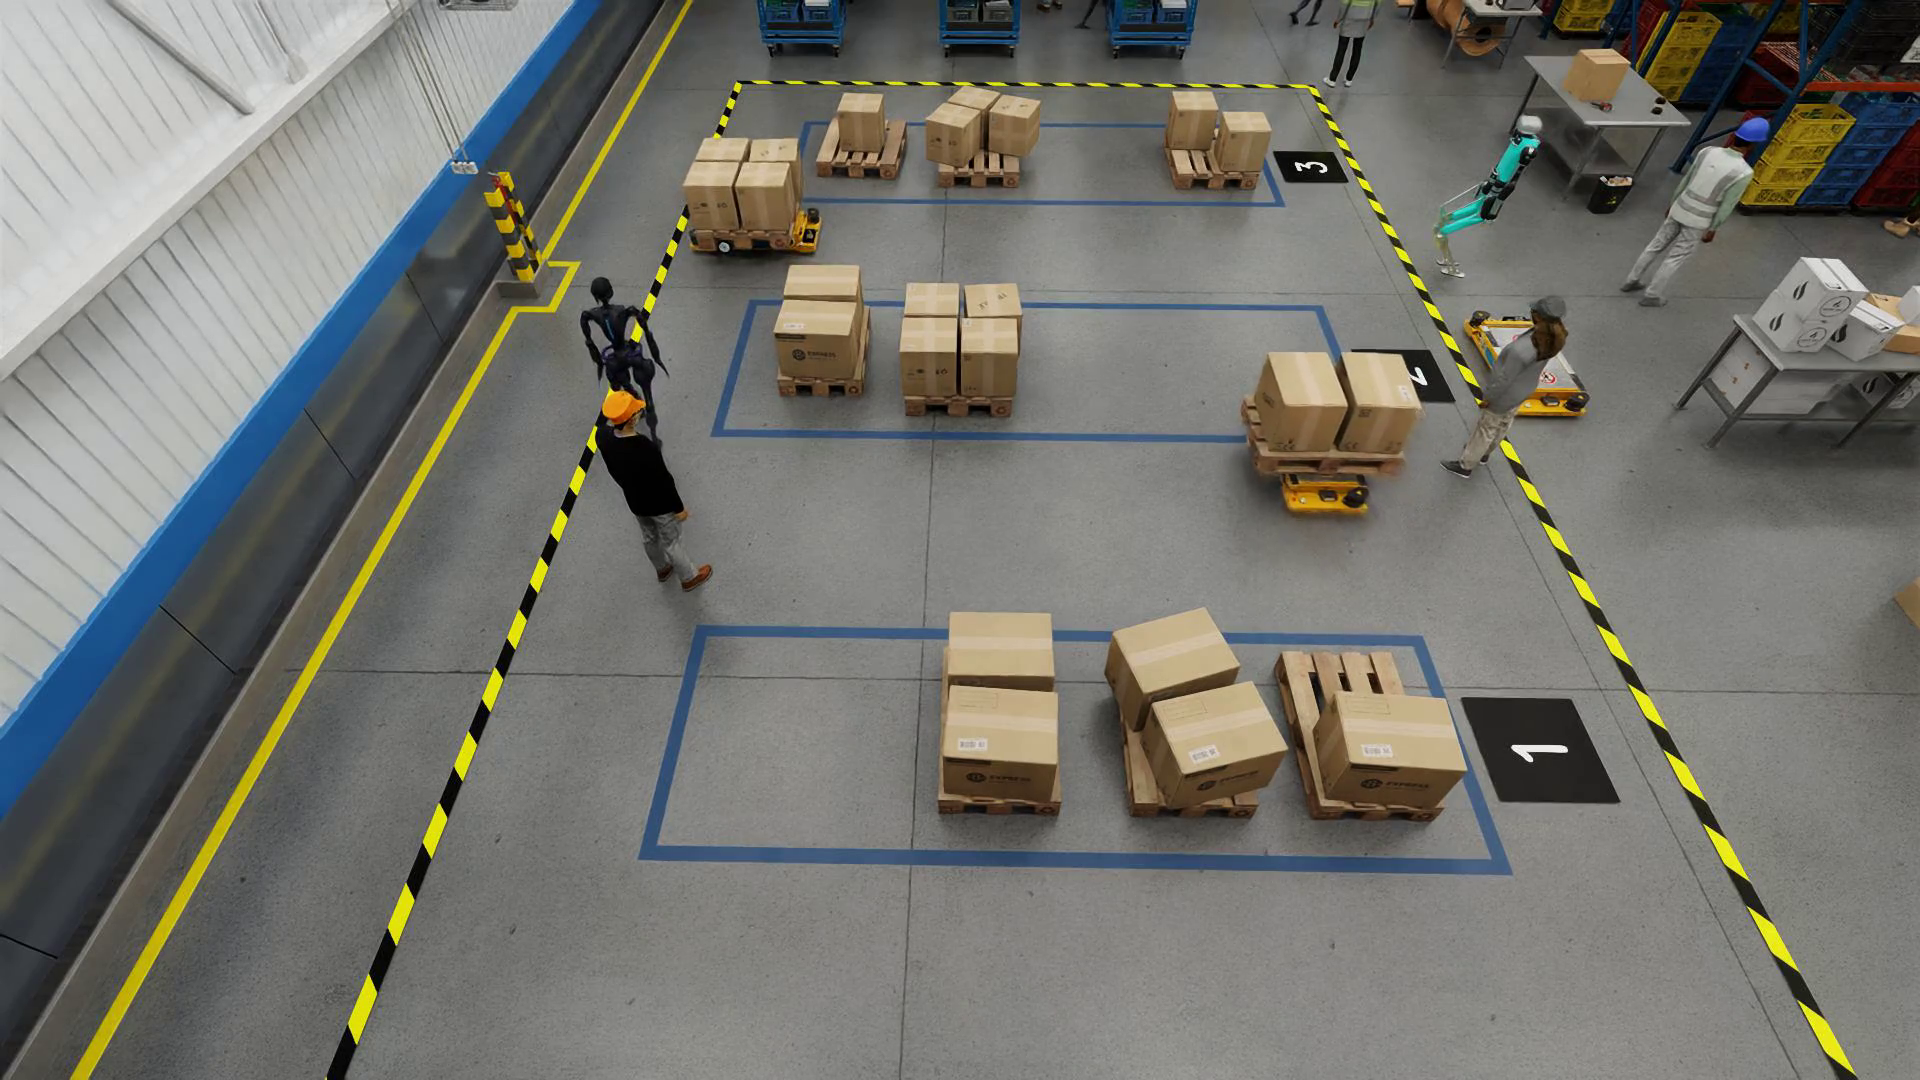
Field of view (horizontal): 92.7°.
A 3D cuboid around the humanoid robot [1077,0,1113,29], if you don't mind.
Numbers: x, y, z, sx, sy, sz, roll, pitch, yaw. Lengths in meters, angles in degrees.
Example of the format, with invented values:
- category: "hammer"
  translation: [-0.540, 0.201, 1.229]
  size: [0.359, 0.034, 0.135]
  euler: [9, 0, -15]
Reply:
- category: "humanoid robot"
  translation: [2.284, -8.822, 14.275]
  size: [0.796, 1.633, 0.606]
  euler: [-3, 49, -3]

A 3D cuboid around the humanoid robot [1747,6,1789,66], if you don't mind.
- category: "humanoid robot"
  translation: [12.004, -7.781, 13.333]
  size: [0.322, 1.655, 0.593]
  euler: [17, 51, 15]

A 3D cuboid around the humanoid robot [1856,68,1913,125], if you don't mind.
- category: "humanoid robot"
  translation: [12.241, -6.219, 11.909]
  size: [0.548, 1.758, 0.674]
  euler: [-27, 54, -21]

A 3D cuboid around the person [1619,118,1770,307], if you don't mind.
- category: "person"
  translation: [7.437, -3.286, 9.274]
  size: [0.412, 1.939, 0.611]
  euler: [-12, 50, -10]

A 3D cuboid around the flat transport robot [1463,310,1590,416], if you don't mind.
- category: "flat transport robot"
  translation: [5.573, -1.757, 9.054]
  size: [0.659, 0.231, 1.431]
  euler: [1, 49, 1]

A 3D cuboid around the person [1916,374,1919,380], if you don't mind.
- category: "person"
  translation: [9.713, -2.170, 8.352]
  size: [0.597, 1.889, 0.352]
  euler: [23, 53, 19]

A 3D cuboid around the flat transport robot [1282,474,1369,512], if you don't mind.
- category: "flat transport robot"
  translation: [3.151, -0.834, 8.237]
  size: [0.652, 0.197, 1.431]
  euler: [1, 49, 1]

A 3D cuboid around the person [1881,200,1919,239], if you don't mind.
- category: "person"
  translation: [11.146, -4.306, 10.090]
  size: [0.607, 2.040, 0.391]
  euler: [4, 49, 3]

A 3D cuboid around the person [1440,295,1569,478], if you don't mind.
- category: "person"
  translation: [4.562, -1.247, 7.622]
  size: [0.563, 1.765, 0.399]
  euler: [-27, 54, -21]

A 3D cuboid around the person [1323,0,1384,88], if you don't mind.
- category: "person"
  translation: [5.553, -7.337, 12.841]
  size: [0.587, 1.847, 0.401]
  euler: [0, 49, 0]

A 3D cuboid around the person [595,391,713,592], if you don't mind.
- category: "person"
  translation: [-2.265, -0.322, 6.747]
  size: [0.584, 1.882, 0.378]
  euler: [23, 53, 18]

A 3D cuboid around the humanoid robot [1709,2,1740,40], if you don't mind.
- category: "humanoid robot"
  translation: [11.524, -8.160, 13.679]
  size: [0.577, 1.652, 0.590]
  euler: [-8, 50, -7]

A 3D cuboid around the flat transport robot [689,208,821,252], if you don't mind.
- category: "flat transport robot"
  translation: [-2.369, -3.613, 10.642]
  size: [1.431, 0.197, 0.652]
  euler: [1, 49, 1]

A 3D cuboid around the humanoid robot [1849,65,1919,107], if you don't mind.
- category: "humanoid robot"
  translation: [11.558, -5.685, 11.541]
  size: [0.763, 1.868, 0.530]
  euler: [1, 49, 0]

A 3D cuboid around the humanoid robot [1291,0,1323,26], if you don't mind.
- category: "humanoid robot"
  translation: [5.621, -8.930, 14.336]
  size: [0.508, 1.627, 0.589]
  euler: [-25, 54, -20]

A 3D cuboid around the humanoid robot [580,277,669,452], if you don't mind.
- category: "humanoid robot"
  translation: [-2.896, -1.566, 7.992]
  size: [0.609, 1.620, 0.814]
  euler: [-7, 50, -6]

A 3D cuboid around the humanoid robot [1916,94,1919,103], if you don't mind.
- category: "humanoid robot"
  translation: [12.384, -5.659, 11.443]
  size: [0.747, 1.761, 0.537]
  euler: [-4, 49, -4]

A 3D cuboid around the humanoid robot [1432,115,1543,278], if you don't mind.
- category: "humanoid robot"
  translation: [5.360, -3.581, 9.571]
  size: [0.735, 1.680, 0.533]
  euler: [9, 50, 8]

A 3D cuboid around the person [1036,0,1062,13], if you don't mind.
- category: "person"
  translation: [1.517, -9.564, 14.708]
  size: [0.628, 1.939, 0.372]
  euler: [-23, 53, -18]
